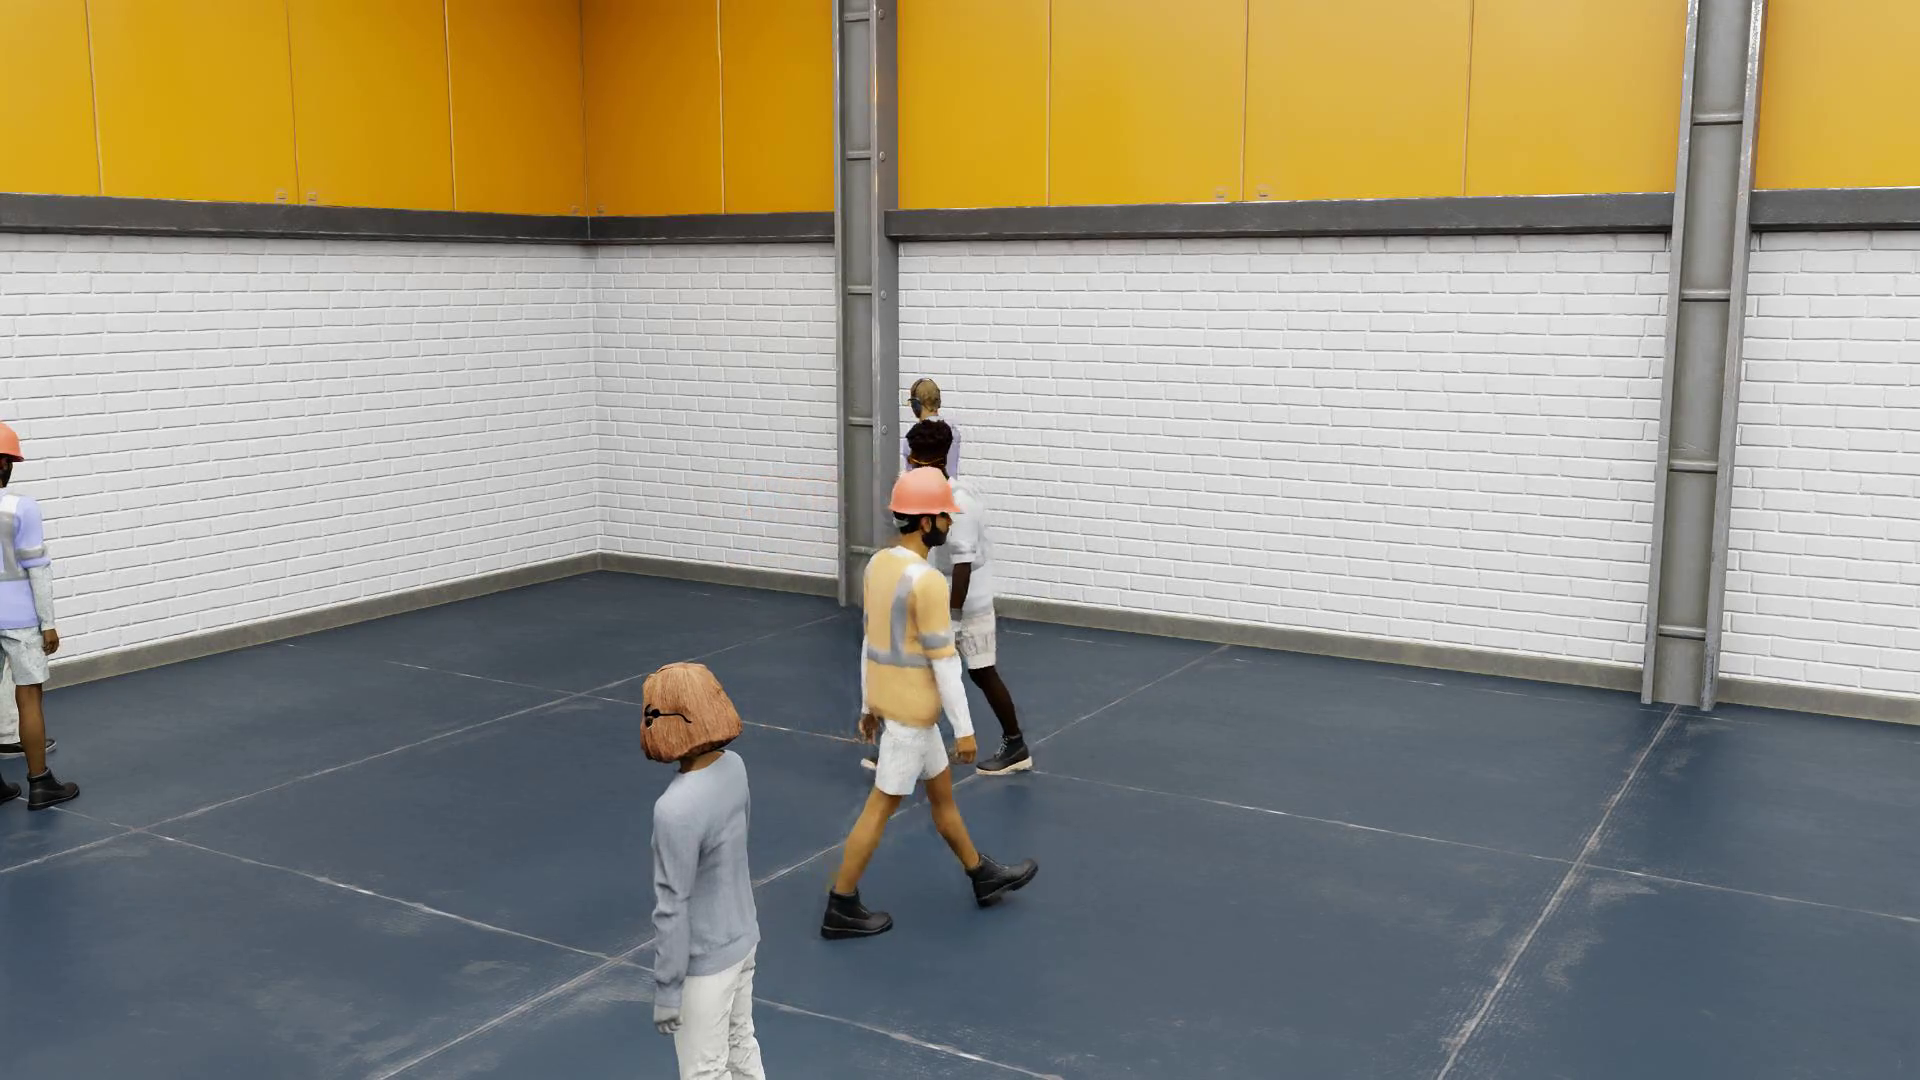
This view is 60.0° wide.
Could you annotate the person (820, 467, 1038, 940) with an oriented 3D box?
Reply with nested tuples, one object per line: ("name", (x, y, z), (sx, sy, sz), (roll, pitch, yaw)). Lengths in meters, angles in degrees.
("person", (-0.126, 0.648, 6.662), (1.006, 1.878, 0.564), (-4, 10, -23))

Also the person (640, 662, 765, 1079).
("person", (-0.692, 1.129, 4.478), (0.288, 1.626, 0.497), (2, 9, 11))

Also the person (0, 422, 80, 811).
("person", (-4.705, 0.380, 8.199), (0.542, 1.929, 0.368), (1, 9, 3))

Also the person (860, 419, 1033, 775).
("person", (-0.065, 0.319, 8.616), (1.003, 1.903, 0.643), (-4, 10, -24))

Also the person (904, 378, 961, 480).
("person", (-0.203, -0.145, 11.452), (0.375, 1.936, 0.628), (4, 10, 25))

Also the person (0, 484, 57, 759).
("person", (-5.289, 0.285, 9.125), (0.586, 1.823, 0.403), (7, 11, 36))
